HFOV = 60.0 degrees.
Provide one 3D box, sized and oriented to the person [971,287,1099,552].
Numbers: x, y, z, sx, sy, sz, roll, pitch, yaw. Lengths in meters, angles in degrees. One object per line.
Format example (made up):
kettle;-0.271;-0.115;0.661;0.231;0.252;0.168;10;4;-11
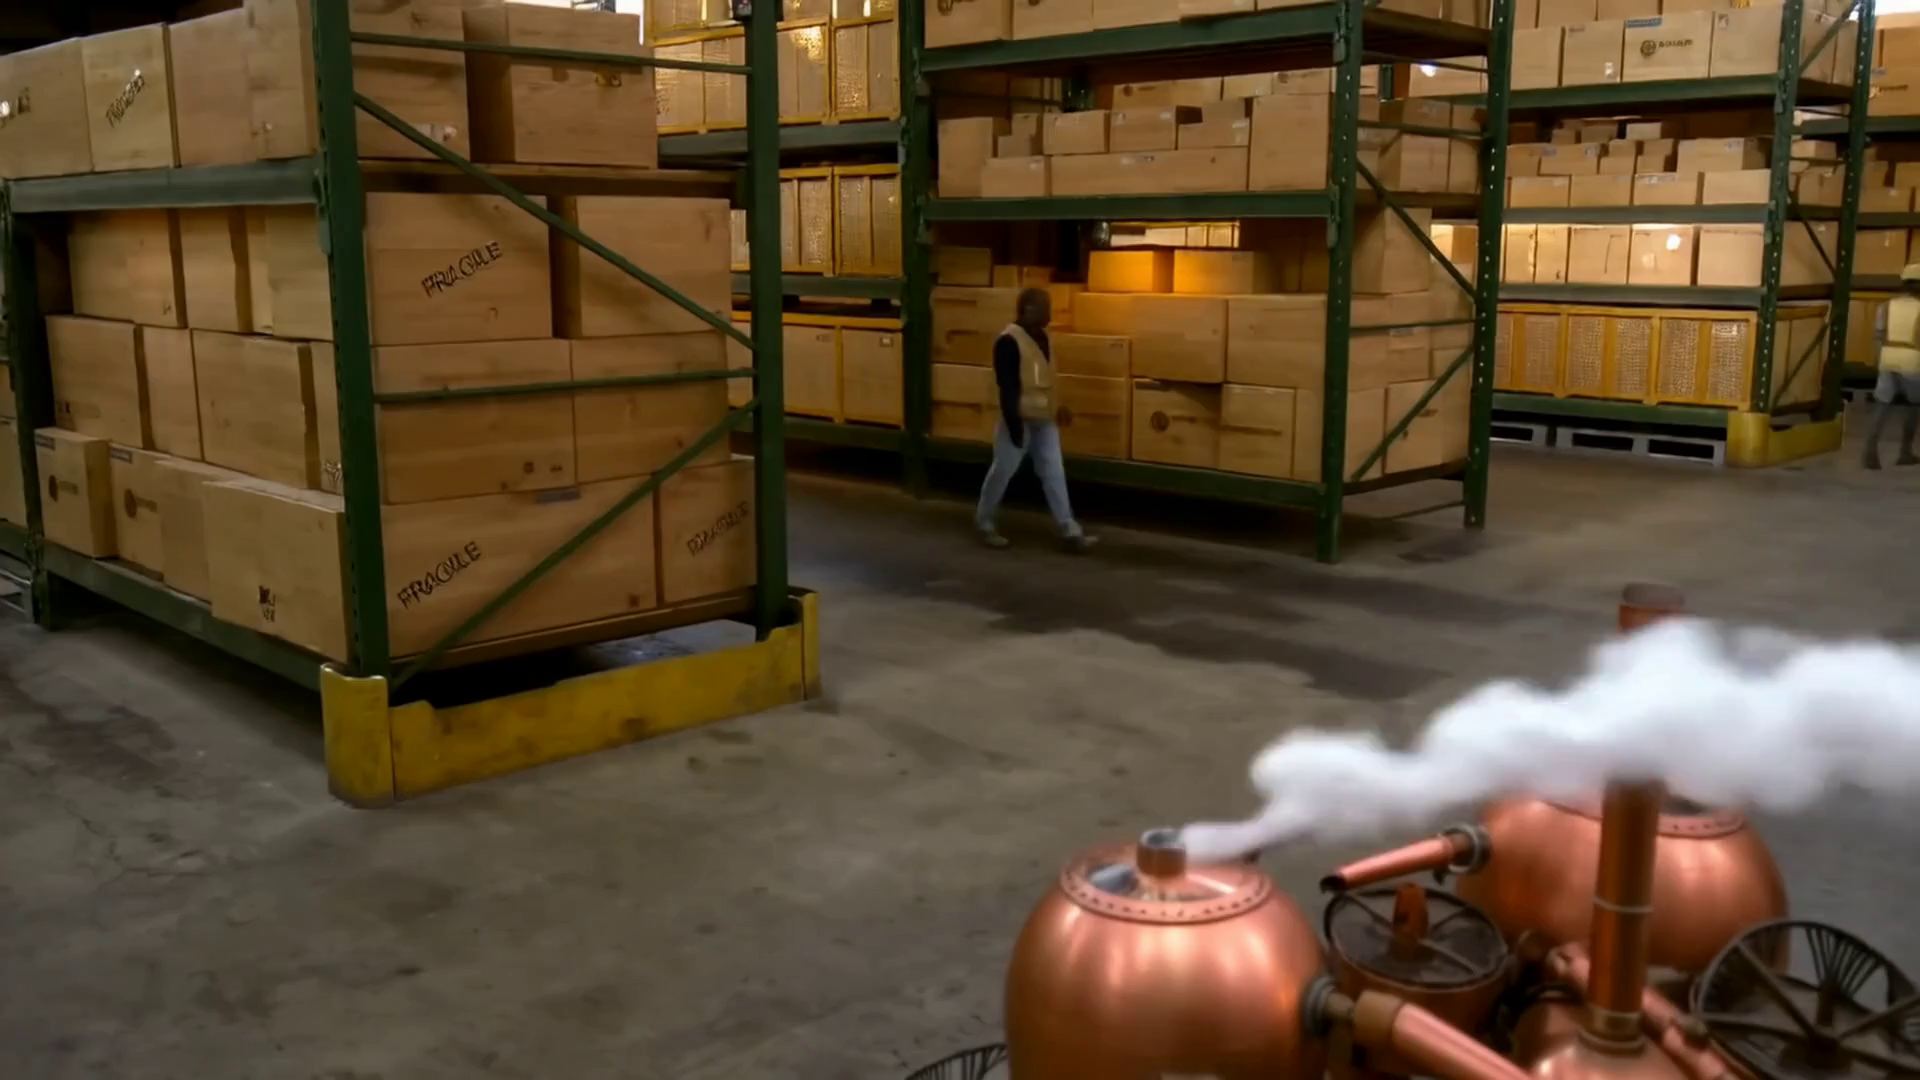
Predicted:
person;0.465;-0.806;11.246;0.977;1.789;0.646;8;13;38

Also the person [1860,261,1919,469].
person;8.578;-1.589;15.204;0.945;1.904;0.554;-8;13;-38
